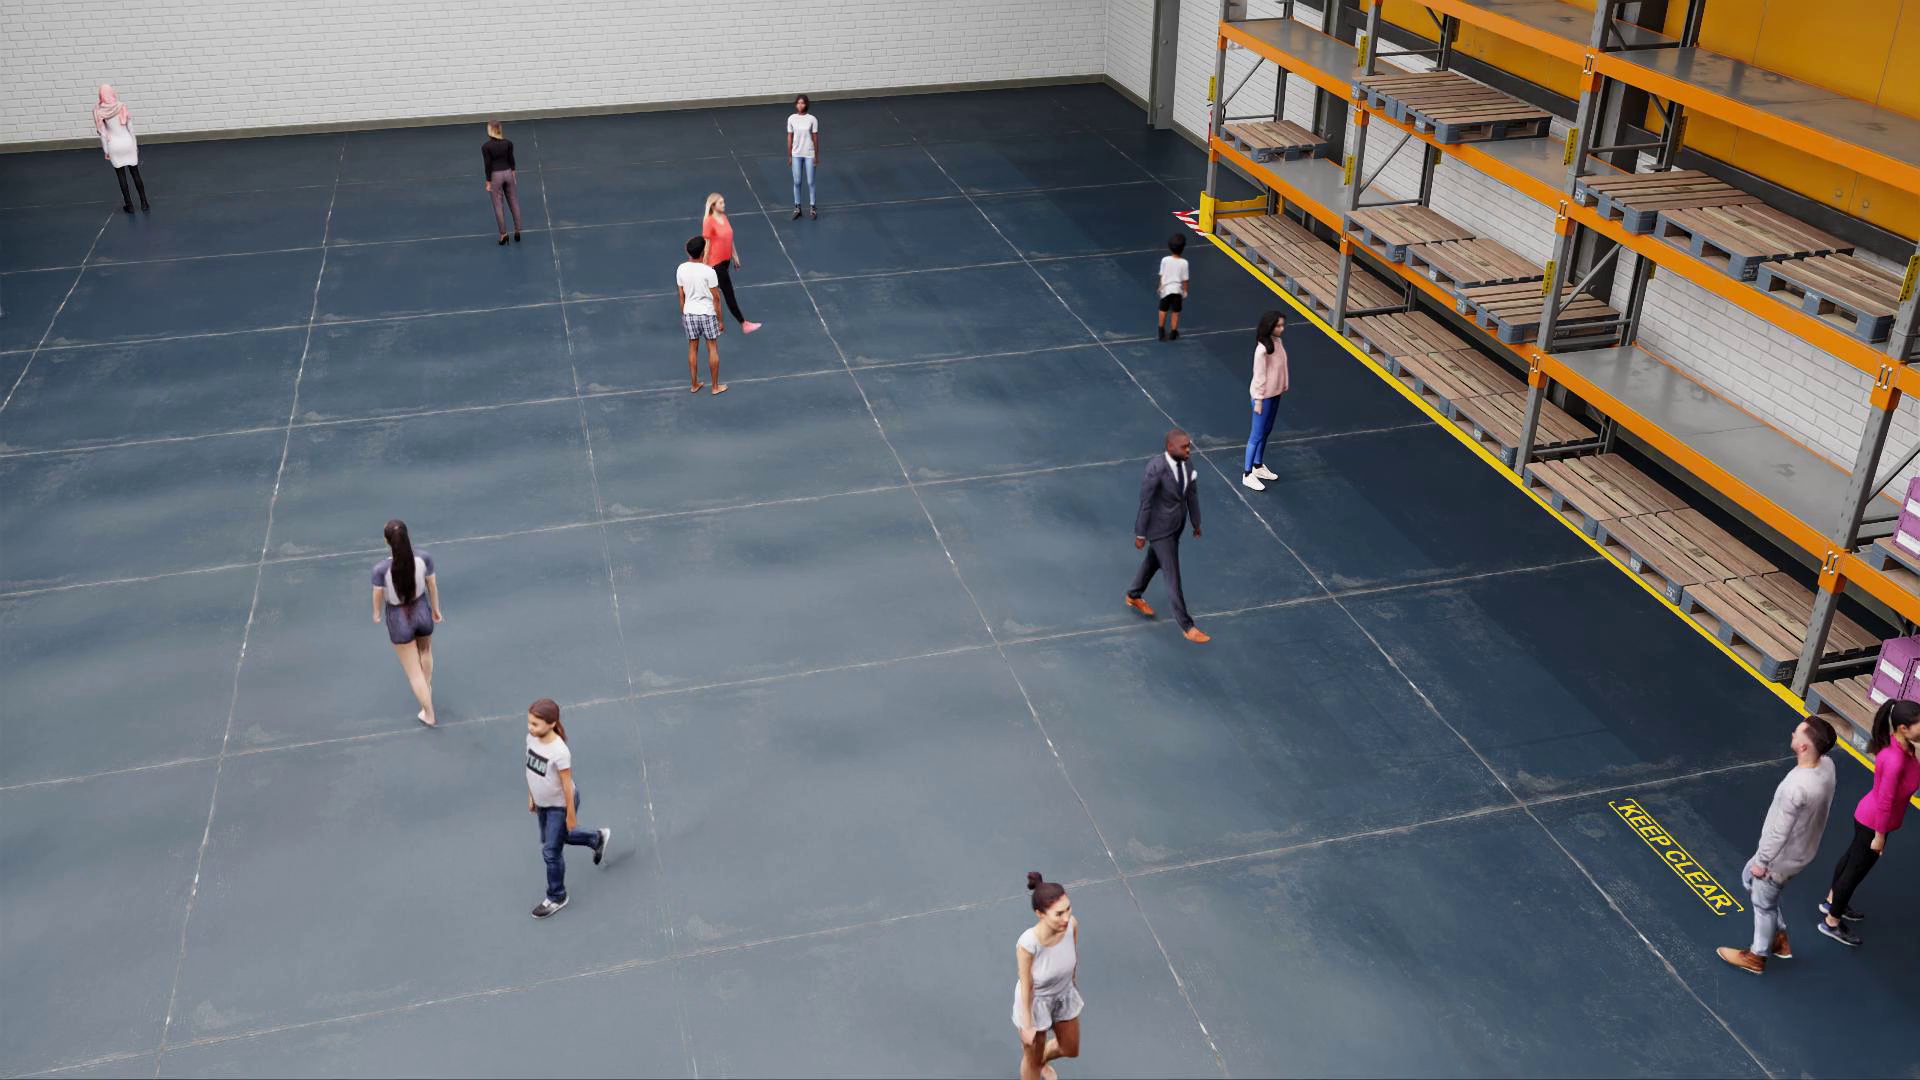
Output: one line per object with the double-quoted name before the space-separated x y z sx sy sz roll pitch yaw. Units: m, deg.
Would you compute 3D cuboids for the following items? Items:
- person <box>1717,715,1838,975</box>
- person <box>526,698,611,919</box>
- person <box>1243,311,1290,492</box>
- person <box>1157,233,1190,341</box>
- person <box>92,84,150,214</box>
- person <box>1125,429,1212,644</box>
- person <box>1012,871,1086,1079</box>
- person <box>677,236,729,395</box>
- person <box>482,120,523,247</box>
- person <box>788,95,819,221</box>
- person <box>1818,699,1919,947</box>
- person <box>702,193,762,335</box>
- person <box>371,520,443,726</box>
"person" 4.972 1.859 9.862 0.824 1.831 0.819 25 37 37
"person" -2.533 1.631 10.575 0.925 1.550 0.888 23 36 36
"person" 2.907 -1.355 15.819 0.762 1.768 0.728 19 34 31
"person" 2.446 -2.920 19.222 0.579 1.258 0.603 6 29 11
"person" -11.820 -5.521 23.422 0.704 1.803 0.698 -18 33 -29
"person" 1.608 -0.095 13.507 1.313 1.771 1.111 25 37 38
"person" 0.413 2.452 9.014 0.652 1.603 0.683 -19 34 -30
"person" -2.771 -2.397 17.767 0.711 1.734 0.720 9 30 16
"person" -6.105 -4.768 22.178 0.671 1.672 0.665 -22 36 -35
"person" -2.180 -5.340 23.177 0.650 1.719 0.637 3 29 5
"person" 5.645 1.714 10.266 0.743 1.699 0.682 15 32 26
"person" -2.892 -3.187 19.312 1.089 1.642 1.134 10 30 18
"person" -4.028 0.641 12.309 0.811 1.626 0.946 -24 36 -36
